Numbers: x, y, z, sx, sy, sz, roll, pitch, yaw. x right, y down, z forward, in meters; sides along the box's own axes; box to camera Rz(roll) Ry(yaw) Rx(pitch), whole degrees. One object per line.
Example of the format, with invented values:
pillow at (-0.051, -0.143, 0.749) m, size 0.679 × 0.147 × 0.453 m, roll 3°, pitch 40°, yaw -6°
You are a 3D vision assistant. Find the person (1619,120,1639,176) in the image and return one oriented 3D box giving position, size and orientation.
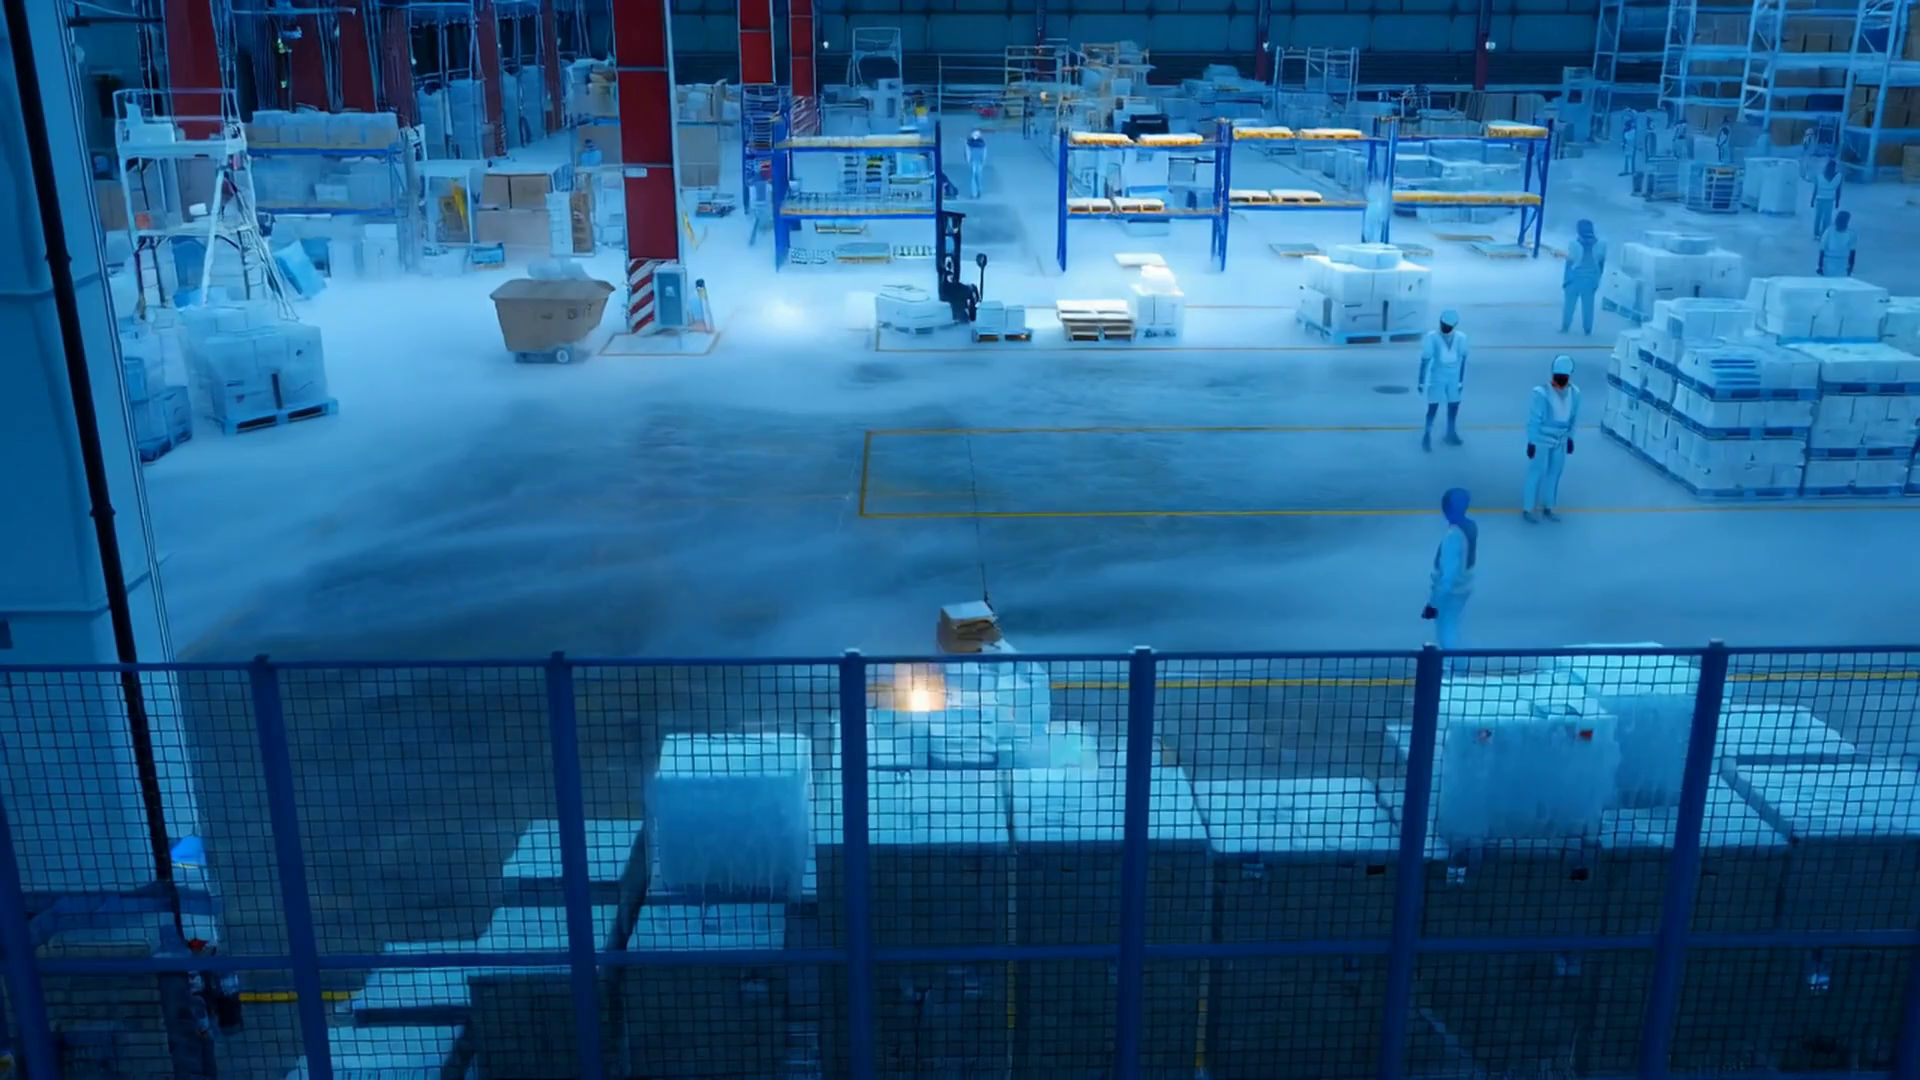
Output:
person at (21.009, -12.303, 52.195) m, size 0.537 × 1.696 × 0.317 m, roll -11°, pitch 21°, yaw -29°

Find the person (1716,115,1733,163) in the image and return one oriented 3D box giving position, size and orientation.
person at (23.532, -12.125, 51.318) m, size 0.388 × 1.930 × 0.541 m, roll 9°, pitch 21°, yaw 26°

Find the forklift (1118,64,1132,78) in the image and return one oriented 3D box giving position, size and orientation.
forklift at (6.251, -16.612, 63.152) m, size 1.873 × 2.768 × 1.129 m, roll 5°, pitch 19°, yaw 15°

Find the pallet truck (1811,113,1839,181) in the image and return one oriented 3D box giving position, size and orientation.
pallet truck at (26.403, -11.957, 50.702) m, size 0.823 × 1.965 × 1.885 m, roll 6°, pitch 19°, yaw 16°

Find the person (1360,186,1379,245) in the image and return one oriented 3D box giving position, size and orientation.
person at (8.403, -6.357, 34.318) m, size 0.521 × 1.849 × 0.553 m, roll 0°, pitch 19°, yaw -1°

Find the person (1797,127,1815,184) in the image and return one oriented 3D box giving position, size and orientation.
person at (25.351, -11.557, 49.990) m, size 0.543 × 1.679 × 0.572 m, roll -13°, pitch 22°, yaw -33°

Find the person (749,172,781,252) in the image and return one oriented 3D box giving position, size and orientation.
person at (-4.375, -7.398, 37.525) m, size 1.004 × 1.781 × 0.679 m, roll -18°, pitch 25°, yaw -42°

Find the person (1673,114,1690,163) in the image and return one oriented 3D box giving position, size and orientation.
person at (24.101, -13.400, 55.562) m, size 0.525 × 1.629 × 0.463 m, roll -1°, pitch 19°, yaw -4°

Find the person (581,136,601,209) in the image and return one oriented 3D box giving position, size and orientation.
person at (-9.945, -9.887, 44.717) m, size 0.598 × 1.898 × 0.807 m, roll -13°, pitch 23°, yaw -34°

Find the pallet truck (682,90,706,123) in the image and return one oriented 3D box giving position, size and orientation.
pallet truck at (-9.671, -15.907, 62.421) m, size 0.823 × 1.965 × 1.885 m, roll 5°, pitch 19°, yaw 15°

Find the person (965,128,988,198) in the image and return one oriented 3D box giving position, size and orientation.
person at (0.459, -10.645, 46.935) m, size 0.636 × 1.921 × 0.715 m, roll -2°, pitch 19°, yaw -6°

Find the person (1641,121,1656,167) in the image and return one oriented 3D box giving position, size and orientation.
person at (20.284, -11.387, 49.104) m, size 0.356 × 1.936 × 0.635 m, roll 3°, pitch 19°, yaw 8°

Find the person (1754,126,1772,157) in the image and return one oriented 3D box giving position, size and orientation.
person at (22.699, -10.755, 47.218) m, size 0.634 × 1.947 × 1.039 m, roll -11°, pitch 21°, yaw -29°

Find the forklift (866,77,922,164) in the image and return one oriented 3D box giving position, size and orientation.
forklift at (-2.259, -13.811, 54.842) m, size 1.873 × 2.768 × 1.129 m, roll 13°, pitch 22°, yaw 33°

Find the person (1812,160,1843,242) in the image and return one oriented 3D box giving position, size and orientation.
person at (20.378, -7.998, 39.159) m, size 0.586 × 1.878 × 1.001 m, roll 8°, pitch 20°, yaw 23°

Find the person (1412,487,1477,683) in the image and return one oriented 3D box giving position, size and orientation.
person at (4.114, 0.463, 14.092) m, size 0.550 × 1.881 × 0.592 m, roll 11°, pitch 22°, yaw 29°

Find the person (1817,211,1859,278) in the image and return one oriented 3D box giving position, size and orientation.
person at (15.772, -4.943, 29.947) m, size 0.609 × 1.963 × 0.369 m, roll 16°, pitch 24°, yaw 39°

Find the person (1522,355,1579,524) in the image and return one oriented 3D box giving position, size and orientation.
person at (6.647, -1.130, 18.687) m, size 0.601 × 1.939 × 0.426 m, roll -7°, pitch 20°, yaw -19°

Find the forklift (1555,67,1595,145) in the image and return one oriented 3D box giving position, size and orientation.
forklift at (22.662, -16.002, 61.344) m, size 1.129 × 2.768 × 1.873 m, roll -1°, pitch 19°, yaw -1°

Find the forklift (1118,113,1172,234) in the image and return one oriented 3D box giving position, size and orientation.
forklift at (4.524, -8.905, 40.289) m, size 1.129 × 2.768 × 1.873 m, roll -1°, pitch 19°, yaw -1°

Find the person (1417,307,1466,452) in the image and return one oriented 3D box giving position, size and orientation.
person at (6.309, -2.105, 21.619) m, size 0.771 × 1.908 × 0.586 m, roll -3°, pitch 19°, yaw -8°

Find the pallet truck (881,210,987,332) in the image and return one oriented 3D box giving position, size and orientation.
pallet truck at (-0.493, -4.759, 29.349) m, size 1.885 × 1.965 × 0.823 m, roll -13°, pitch 23°, yaw -34°

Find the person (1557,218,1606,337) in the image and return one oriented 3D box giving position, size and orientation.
person at (10.718, -4.555, 28.676) m, size 0.755 × 2.000 × 0.768 m, roll 0°, pitch 19°, yaw 1°
